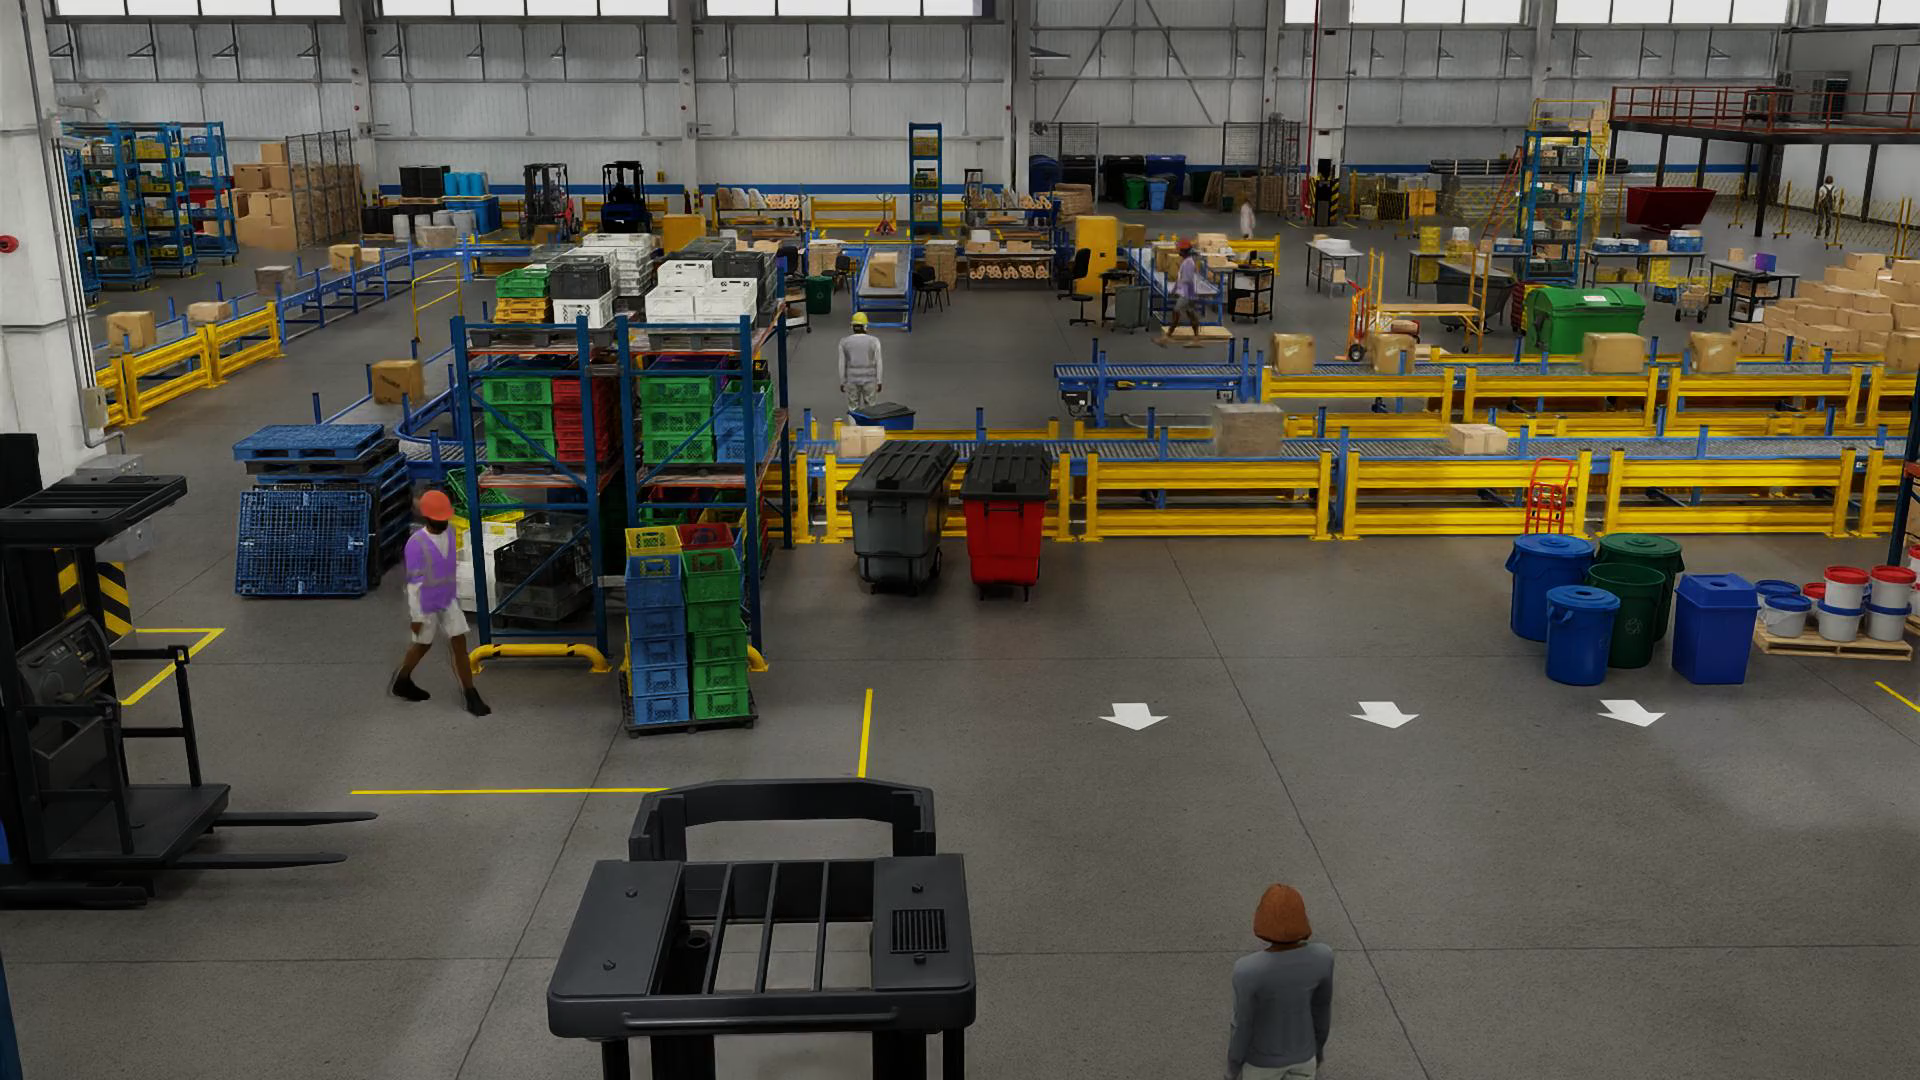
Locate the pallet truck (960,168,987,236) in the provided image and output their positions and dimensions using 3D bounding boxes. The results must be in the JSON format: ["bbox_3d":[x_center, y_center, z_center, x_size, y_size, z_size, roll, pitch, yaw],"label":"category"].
[{"bbox_3d":[0.383,-10.230,50.206,0.823,1.965,1.885,-1,16,-3],"label":"pallet truck"}]

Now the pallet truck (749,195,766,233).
[{"bbox_3d":[-6.051,-9.967,50.660,0.680,1.201,1.601,0,16,-1],"label":"pallet truck"}]

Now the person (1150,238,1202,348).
[{"bbox_3d":[3.977,-4.474,30.197,0.996,1.991,0.624,2,16,7],"label":"person"}]

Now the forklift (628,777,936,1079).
[{"bbox_3d":[-0.542,2.165,5.552,1.129,2.768,1.873,-1,16,-2],"label":"forklift"}]

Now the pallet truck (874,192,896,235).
[{"bbox_3d":[-2.277,-9.986,50.594,0.653,1.274,1.630,0,16,-1],"label":"pallet truck"}]

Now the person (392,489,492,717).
[{"bbox_3d":[-4.214,0.469,13.262,0.978,1.879,0.607,9,18,27],"label":"person"}]

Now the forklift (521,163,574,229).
[{"bbox_3d":[-12.233,-10.122,49.298,1.157,1.987,2.680,0,16,-1],"label":"forklift"}]

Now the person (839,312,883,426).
[{"bbox_3d":[-1.335,-2.160,22.468,0.586,1.823,0.403,0,16,0],"label":"person"}]

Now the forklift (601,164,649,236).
[{"bbox_3d":[-9.948,-10.127,49.296,1.157,1.987,2.680,-1,16,-3],"label":"forklift"}]

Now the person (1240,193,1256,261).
[{"bbox_3d":[7.222,-7.724,41.682,0.432,1.892,0.658,2,16,7],"label":"person"}]

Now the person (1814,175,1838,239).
[{"bbox_3d":[25.484,-9.790,48.950,0.513,1.843,0.335,2,16,8],"label":"person"}]

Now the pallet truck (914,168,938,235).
[{"bbox_3d":[-0.989,-10.316,50.507,0.823,1.965,1.885,1,16,3],"label":"pallet truck"}]

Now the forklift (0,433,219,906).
[{"bbox_3d":[-5.952,0.780,10.366,1.873,2.768,1.129,0,16,-1],"label":"forklift"}]

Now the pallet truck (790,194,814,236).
[{"bbox_3d":[-4.814,-9.883,50.259,0.704,1.261,1.522,-1,16,-3],"label":"pallet truck"}]

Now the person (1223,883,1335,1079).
[{"bbox_3d":[1.400,2.284,7.358,0.503,1.631,0.283,-5,17,-18],"label":"person"}]
